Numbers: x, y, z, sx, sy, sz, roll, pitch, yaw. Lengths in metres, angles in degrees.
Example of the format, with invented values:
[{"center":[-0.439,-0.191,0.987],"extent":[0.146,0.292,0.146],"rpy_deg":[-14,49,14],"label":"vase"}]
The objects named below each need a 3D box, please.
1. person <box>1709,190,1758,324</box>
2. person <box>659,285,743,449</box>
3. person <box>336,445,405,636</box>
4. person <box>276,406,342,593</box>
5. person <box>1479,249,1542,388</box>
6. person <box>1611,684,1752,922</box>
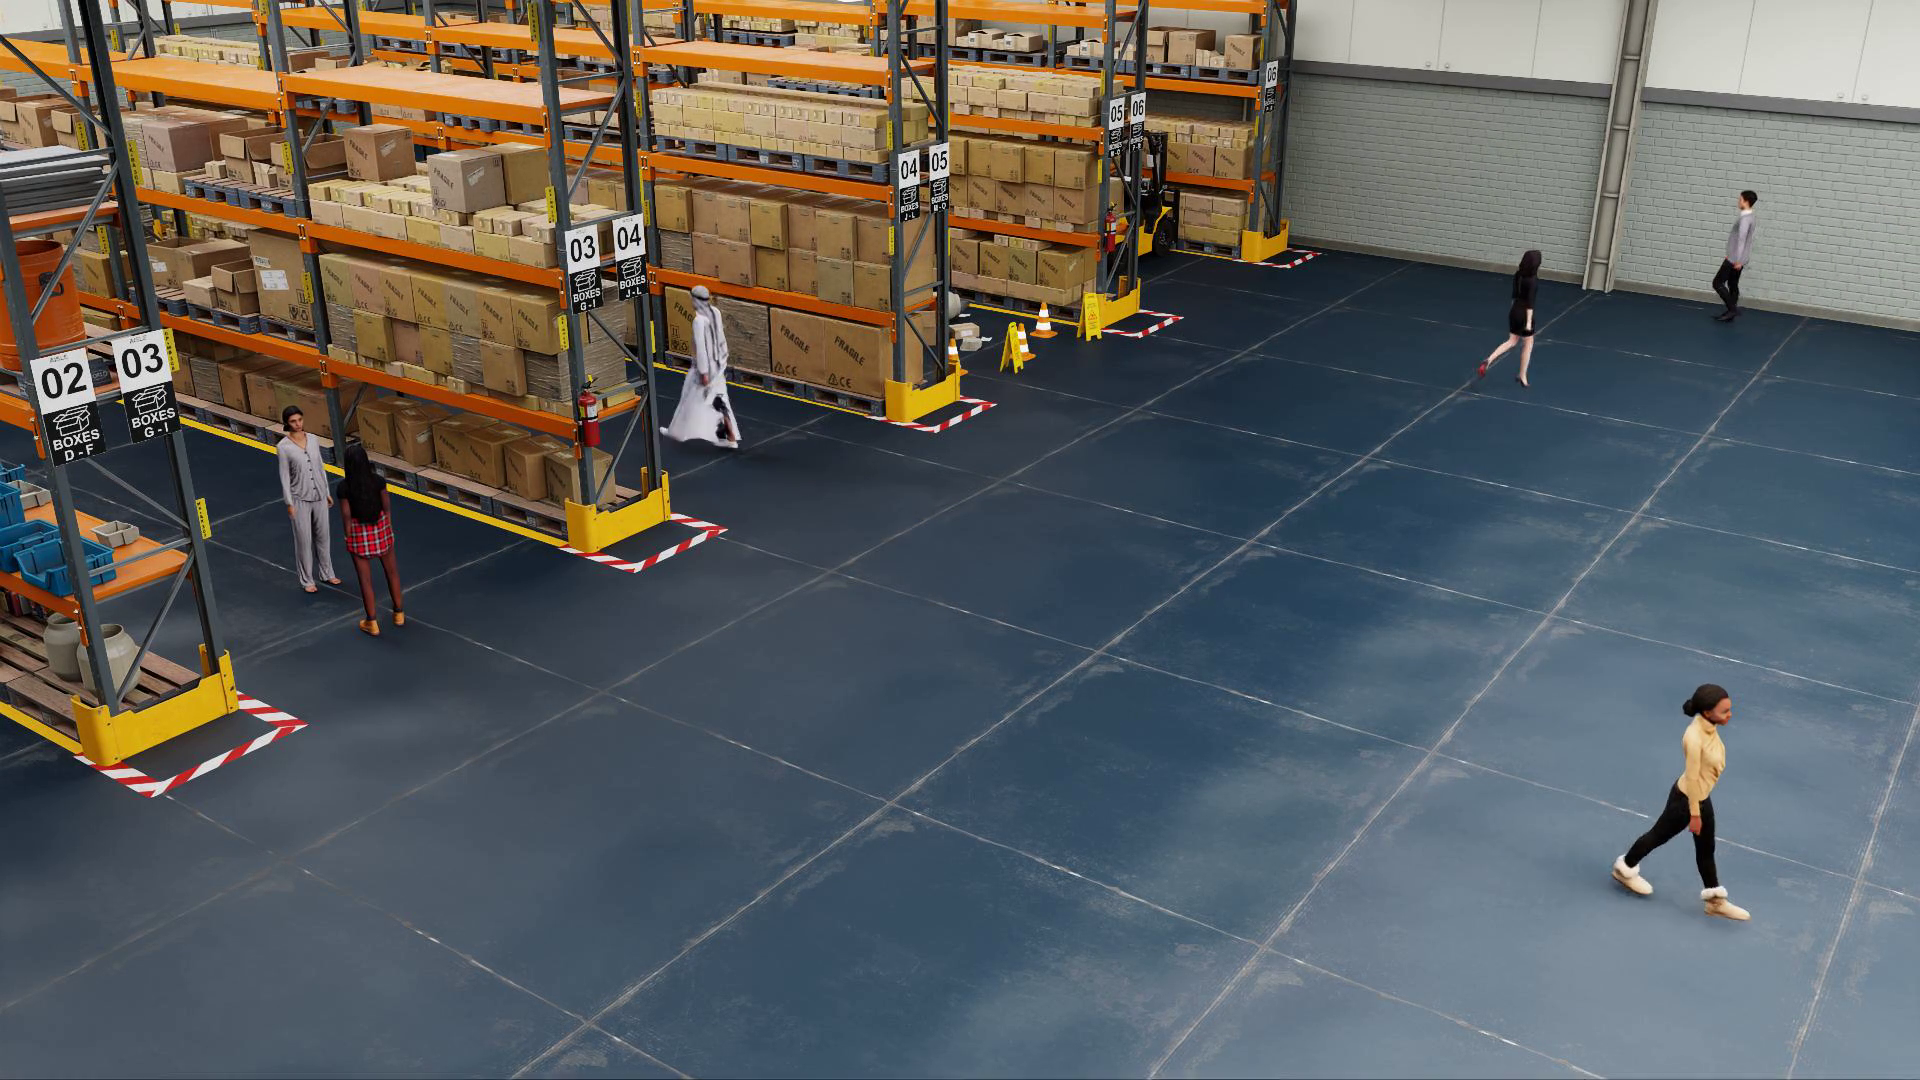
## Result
[{"center":[11.214,-4.036,23.825],"extent":[0.633,1.911,0.725],"rpy_deg":[15,27,31],"label":"person"},{"center":[-2.782,-1.921,18.882],"extent":[1.287,1.888,0.955],"rpy_deg":[7,24,17],"label":"person"},{"center":[-5.183,-0.015,14.604],"extent":[0.681,1.728,0.680],"rpy_deg":[-17,29,-35],"label":"person"},{"center":[-6.070,-0.398,15.447],"extent":[0.542,1.774,0.606],"rpy_deg":[17,29,35],"label":"person"},{"center":[7.003,-2.762,20.992],"extent":[1.016,1.783,0.984],"rpy_deg":[-5,24,-12],"label":"person"},{"center":[4.642,1.670,10.788],"extent":[1.123,1.614,0.667],"rpy_deg":[18,29,36],"label":"person"}]
